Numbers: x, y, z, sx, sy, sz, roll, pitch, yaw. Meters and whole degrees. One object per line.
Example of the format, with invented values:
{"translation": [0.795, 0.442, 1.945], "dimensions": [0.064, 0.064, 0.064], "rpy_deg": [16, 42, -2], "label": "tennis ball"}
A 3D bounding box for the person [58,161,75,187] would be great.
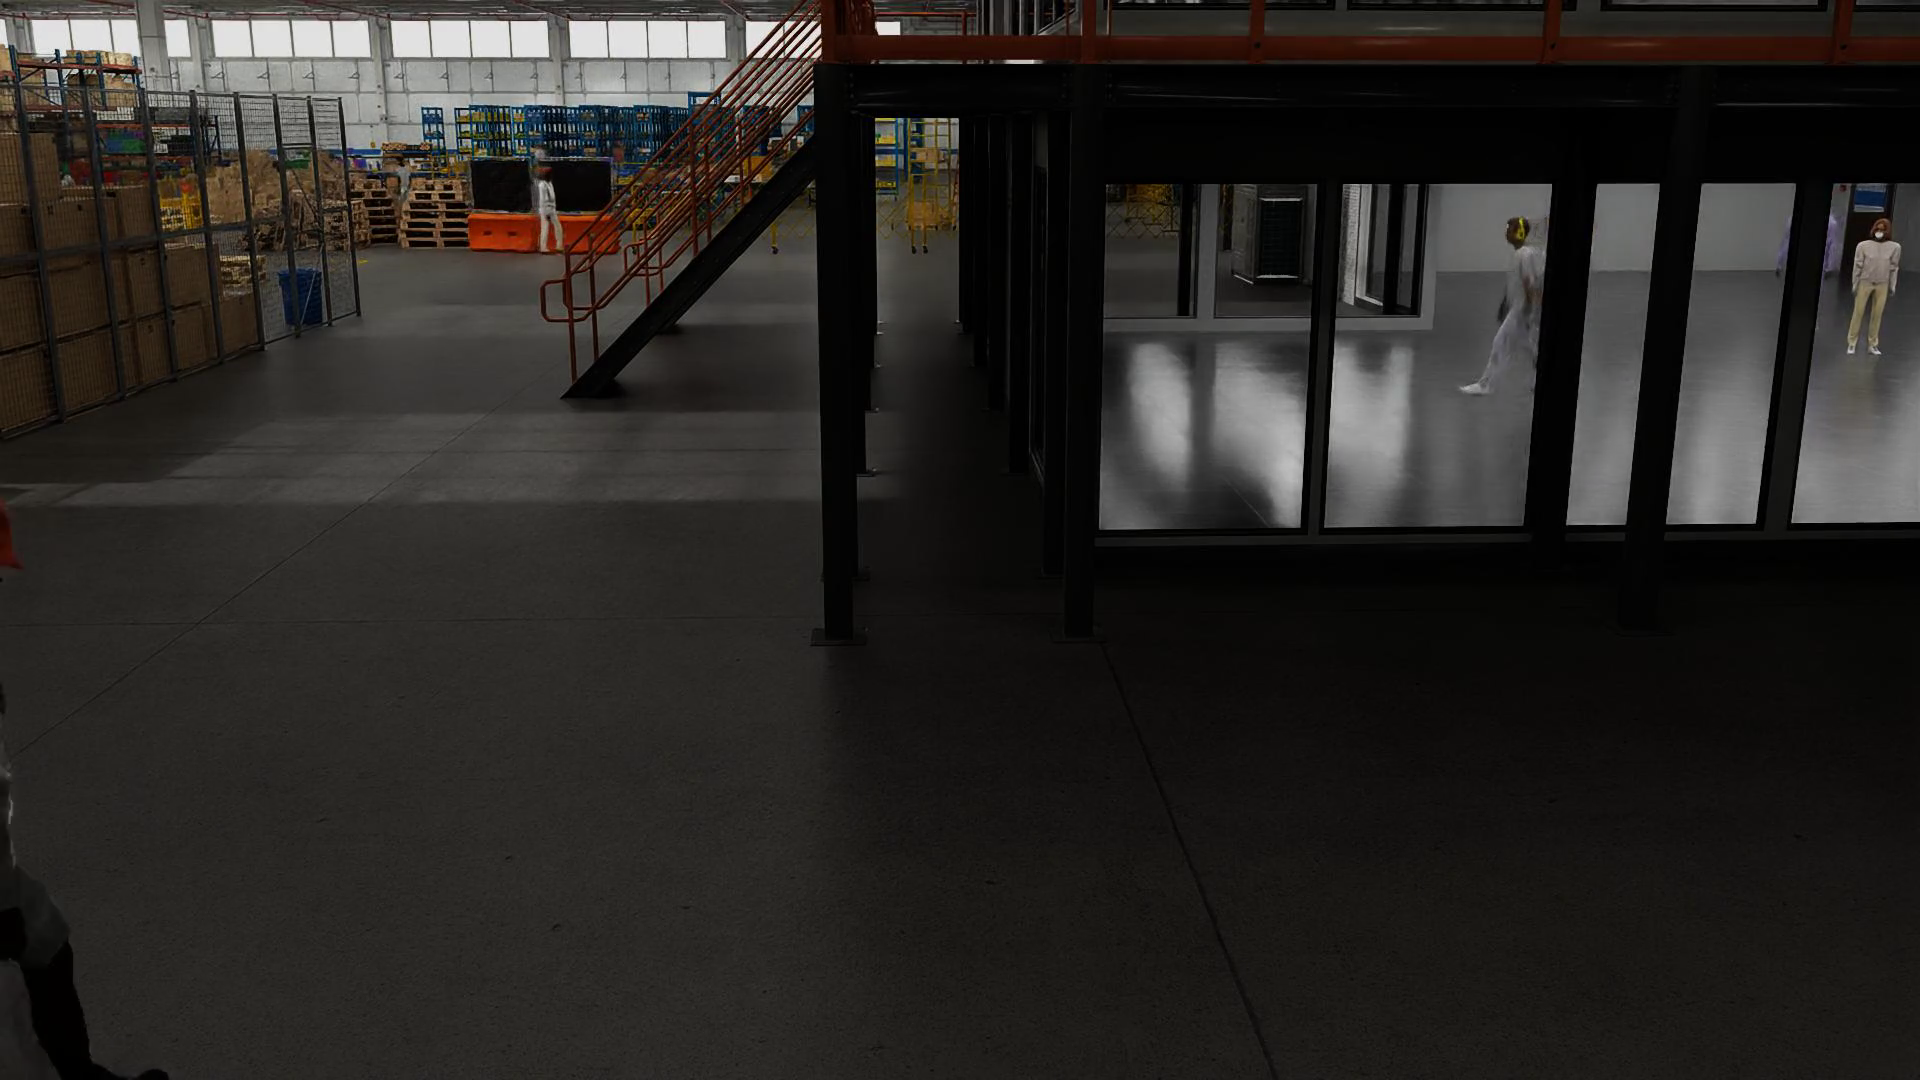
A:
{"translation": [-20.020, -7.489, 36.966], "dimensions": [0.702, 2.000, 1.035], "rpy_deg": [-8, 16, -29], "label": "person"}

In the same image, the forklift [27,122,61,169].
{"translation": [-35.376, -14.773, 64.377], "dimensions": [1.129, 2.768, 1.873], "rpy_deg": [-1, 14, -2], "label": "forklift"}

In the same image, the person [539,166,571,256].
{"translation": [-8.530, -6.884, 34.904], "dimensions": [0.757, 1.859, 0.620], "rpy_deg": [2, 14, 7], "label": "person"}

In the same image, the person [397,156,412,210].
{"translation": [-16.376, -10.388, 49.041], "dimensions": [0.739, 1.821, 0.544], "rpy_deg": [6, 15, 24], "label": "person"}

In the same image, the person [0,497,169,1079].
{"translation": [-2.582, 0.814, 4.158], "dimensions": [0.617, 1.868, 0.992], "rpy_deg": [7, 16, 26], "label": "person"}

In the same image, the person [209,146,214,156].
{"translation": [-38.731, -19.597, 85.564], "dimensions": [0.634, 1.935, 0.439], "rpy_deg": [-8, 16, -29], "label": "person"}

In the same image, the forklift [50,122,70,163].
{"translation": [-39.058, -16.735, 72.221], "dimensions": [1.129, 2.768, 1.873], "rpy_deg": [11, 18, 38], "label": "forklift"}

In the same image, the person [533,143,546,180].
{"translation": [-19.069, -16.927, 75.009], "dimensions": [0.863, 1.873, 0.680], "rpy_deg": [5, 15, 18], "label": "person"}

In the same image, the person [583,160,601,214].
{"translation": [-10.204, -9.644, 46.162], "dimensions": [0.529, 1.760, 0.345], "rpy_deg": [-7, 16, -25], "label": "person"}

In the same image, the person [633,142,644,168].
{"translation": [-16.246, -19.201, 84.181], "dimensions": [0.572, 1.840, 0.373], "rpy_deg": [-10, 17, -36], "label": "person"}

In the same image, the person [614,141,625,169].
{"translation": [-15.786, -17.604, 77.553], "dimensions": [0.641, 1.958, 0.808], "rpy_deg": [7, 16, 27], "label": "person"}
